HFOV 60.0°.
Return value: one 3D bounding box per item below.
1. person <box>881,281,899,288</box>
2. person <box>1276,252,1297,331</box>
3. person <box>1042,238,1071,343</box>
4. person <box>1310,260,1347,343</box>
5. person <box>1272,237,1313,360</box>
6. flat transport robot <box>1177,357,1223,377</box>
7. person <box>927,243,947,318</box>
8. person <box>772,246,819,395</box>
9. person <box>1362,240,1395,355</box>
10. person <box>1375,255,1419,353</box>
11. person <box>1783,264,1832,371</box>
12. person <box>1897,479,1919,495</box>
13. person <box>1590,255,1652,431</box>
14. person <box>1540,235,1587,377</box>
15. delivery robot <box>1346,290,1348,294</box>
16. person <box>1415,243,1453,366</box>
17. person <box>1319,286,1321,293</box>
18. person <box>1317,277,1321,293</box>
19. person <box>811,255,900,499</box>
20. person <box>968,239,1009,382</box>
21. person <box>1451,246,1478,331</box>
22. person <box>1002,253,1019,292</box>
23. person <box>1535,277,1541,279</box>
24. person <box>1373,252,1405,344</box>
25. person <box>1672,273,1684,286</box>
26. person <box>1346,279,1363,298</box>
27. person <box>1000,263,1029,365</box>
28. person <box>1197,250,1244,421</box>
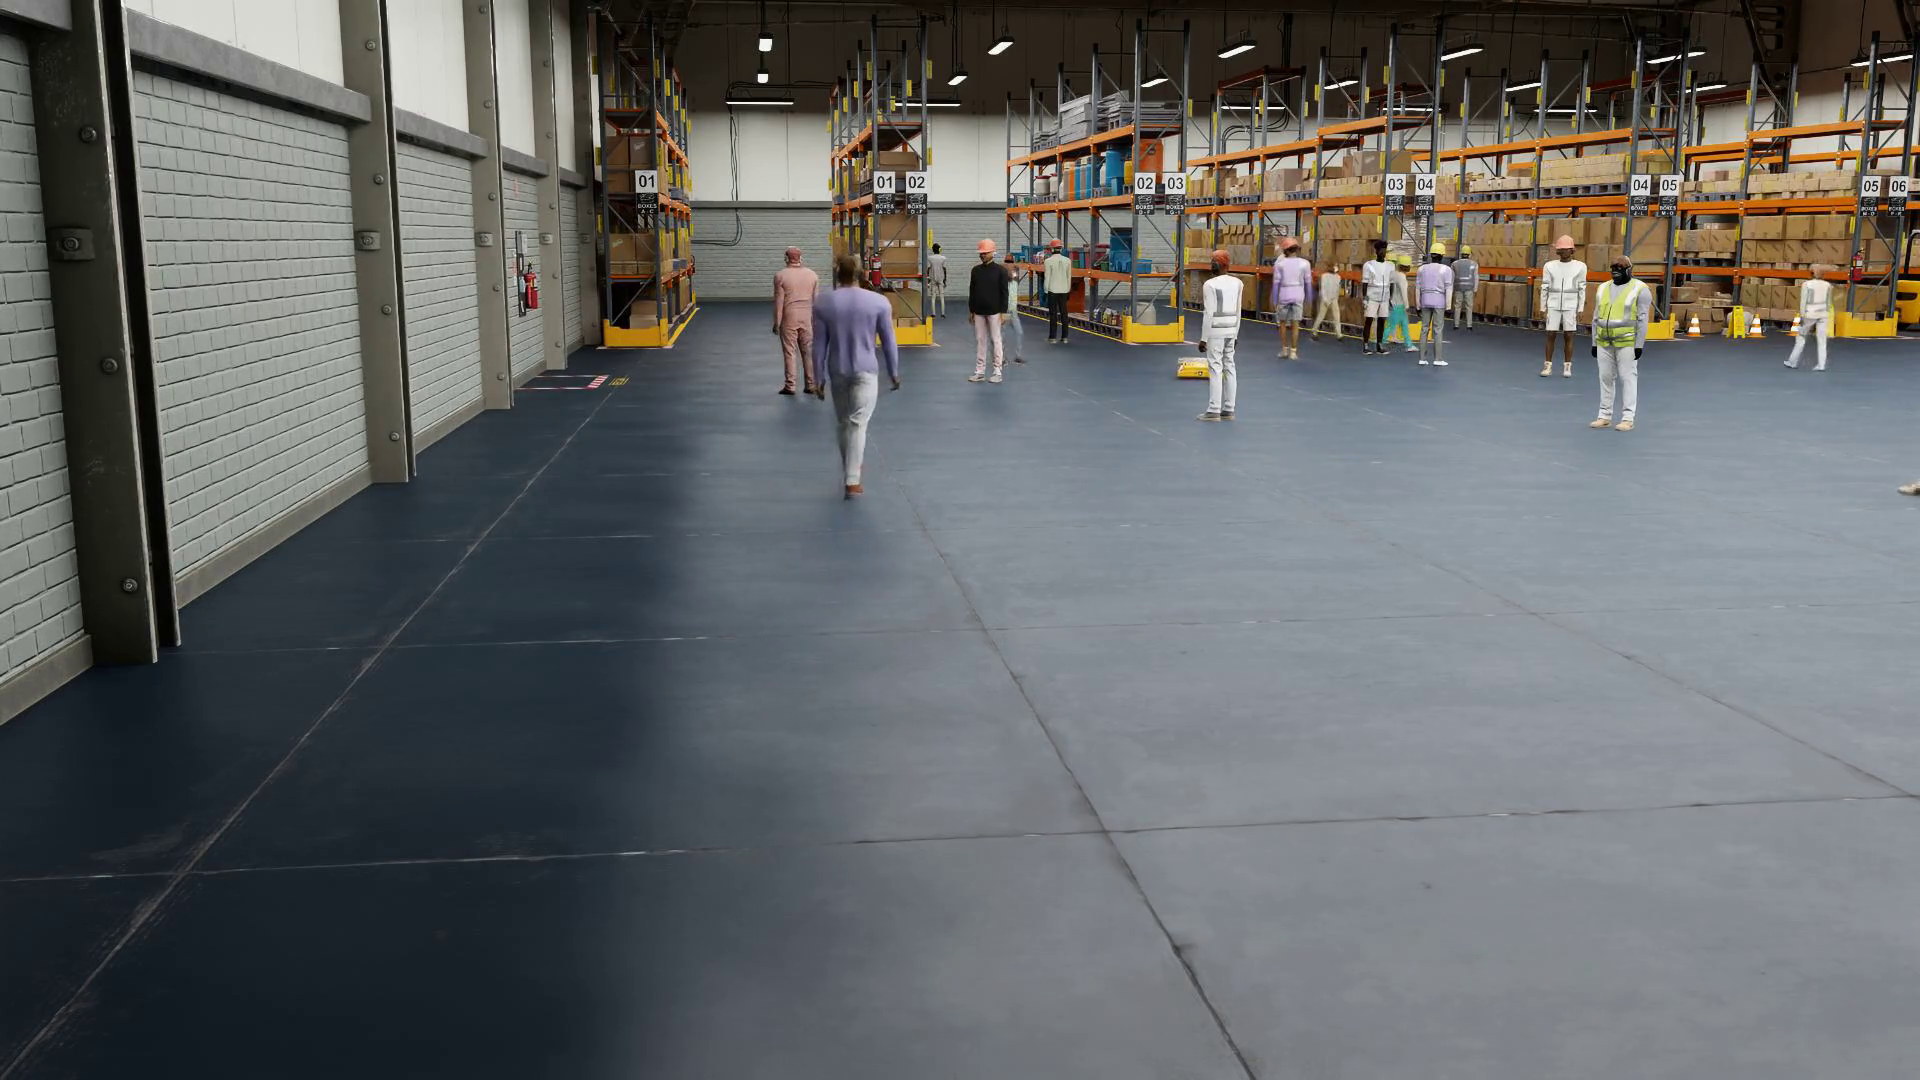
[{"bbox_3d":[-1.938,-7.242,45.642,0.542,1.923,0.425,-2,10,-10],"label":"person"},{"bbox_3d":[7.087,-5.492,36.013,0.626,1.934,0.363,-7,13,-35],"label":"person"},{"bbox_3d":[1.845,-4.748,31.746,0.610,1.996,0.378,-6,12,-29],"label":"person"},{"bbox_3d":[7.128,-4.628,32.190,0.507,1.593,0.848,-5,12,-26],"label":"person"},{"bbox_3d":[5.491,-3.974,27.450,0.715,2.014,0.586,1,10,5],"label":"person"},{"bbox_3d":[3.528,-2.545,24.398,0.652,0.197,1.431,1,10,8],"label":"flat transport robot"},{"bbox_3d":[-0.589,-6.455,41.474,0.521,1.865,0.334,-1,10,-5],"label":"person"},{"bbox_3d":[-2.136,-2.828,21.475,0.652,1.904,0.402,-7,12,-33],"label":"person"},{"bbox_3d":[7.212,-4.174,28.676,0.608,1.966,0.371,-3,11,-14],"label":"person"},{"bbox_3d":[7.671,-4.106,29.025,0.842,1.707,0.557,1,10,7],"label":"person"},{"bbox_3d":[12.988,-3.391,25.381,0.538,1.600,0.808,-1,10,-7],"label":"person"},{"bbox_3d":[7.815,-1.120,12.793,0.852,1.655,0.536,6,12,28],"label":"person"},{"bbox_3d":[6.933,-2.073,17.540,0.430,1.836,0.627,-8,13,-36],"label":"person"},{"bbox_3d":[8.707,-3.369,24.053,0.615,2.042,0.375,5,11,25],"label":"person"},{"bbox_3d":[11.925,-7.372,49.828,0.477,0.478,0.707,-10,14,-43],"label":"delivery robot"},{"bbox_3d":[7.482,-3.710,26.243,0.594,1.925,0.369,9,13,40],"label":"person"},{"bbox_3d":[10.858,-7.808,49.611,0.581,1.603,0.540,-8,13,-39],"label":"person"},{"bbox_3d":[10.393,-7.711,48.317,0.552,1.866,1.038,1,10,6],"label":"person"},{"bbox_3d":[-0.826,-1.303,13.180,0.653,1.881,1.037,2,11,12],"label":"person"},{"bbox_3d":[0.379,-3.198,23.255,0.623,1.990,0.397,7,12,33],"label":"person"},{"bbox_3d":[10.845,-5.408,35.806,0.591,1.834,0.404,4,11,21],"label":"person"},{"bbox_3d":[1.208,-6.241,40.945,0.495,1.627,0.272,0,10,-1],"label":"person"},{"bbox_3d":[18.809,-8.857,54.513,0.636,1.911,0.406,-2,11,-13],"label":"person"},{"bbox_3d":[8.109,-4.552,31.389,0.525,1.741,0.725,-7,12,-33],"label":"person"},{"bbox_3d":[18.510,-6.806,43.233,0.596,1.920,0.379,3,11,14],"label":"person"},{"bbox_3d":[10.413,-6.814,43.558,0.531,1.831,0.972,0,10,0],"label":"person"},{"bbox_3d":[0.833,-3.560,26.294,0.683,1.609,0.530,8,13,37],"label":"person"},{"bbox_3d":[2.866,-2.251,18.364,0.575,1.885,0.355,-8,13,-39],"label":"person"}]
